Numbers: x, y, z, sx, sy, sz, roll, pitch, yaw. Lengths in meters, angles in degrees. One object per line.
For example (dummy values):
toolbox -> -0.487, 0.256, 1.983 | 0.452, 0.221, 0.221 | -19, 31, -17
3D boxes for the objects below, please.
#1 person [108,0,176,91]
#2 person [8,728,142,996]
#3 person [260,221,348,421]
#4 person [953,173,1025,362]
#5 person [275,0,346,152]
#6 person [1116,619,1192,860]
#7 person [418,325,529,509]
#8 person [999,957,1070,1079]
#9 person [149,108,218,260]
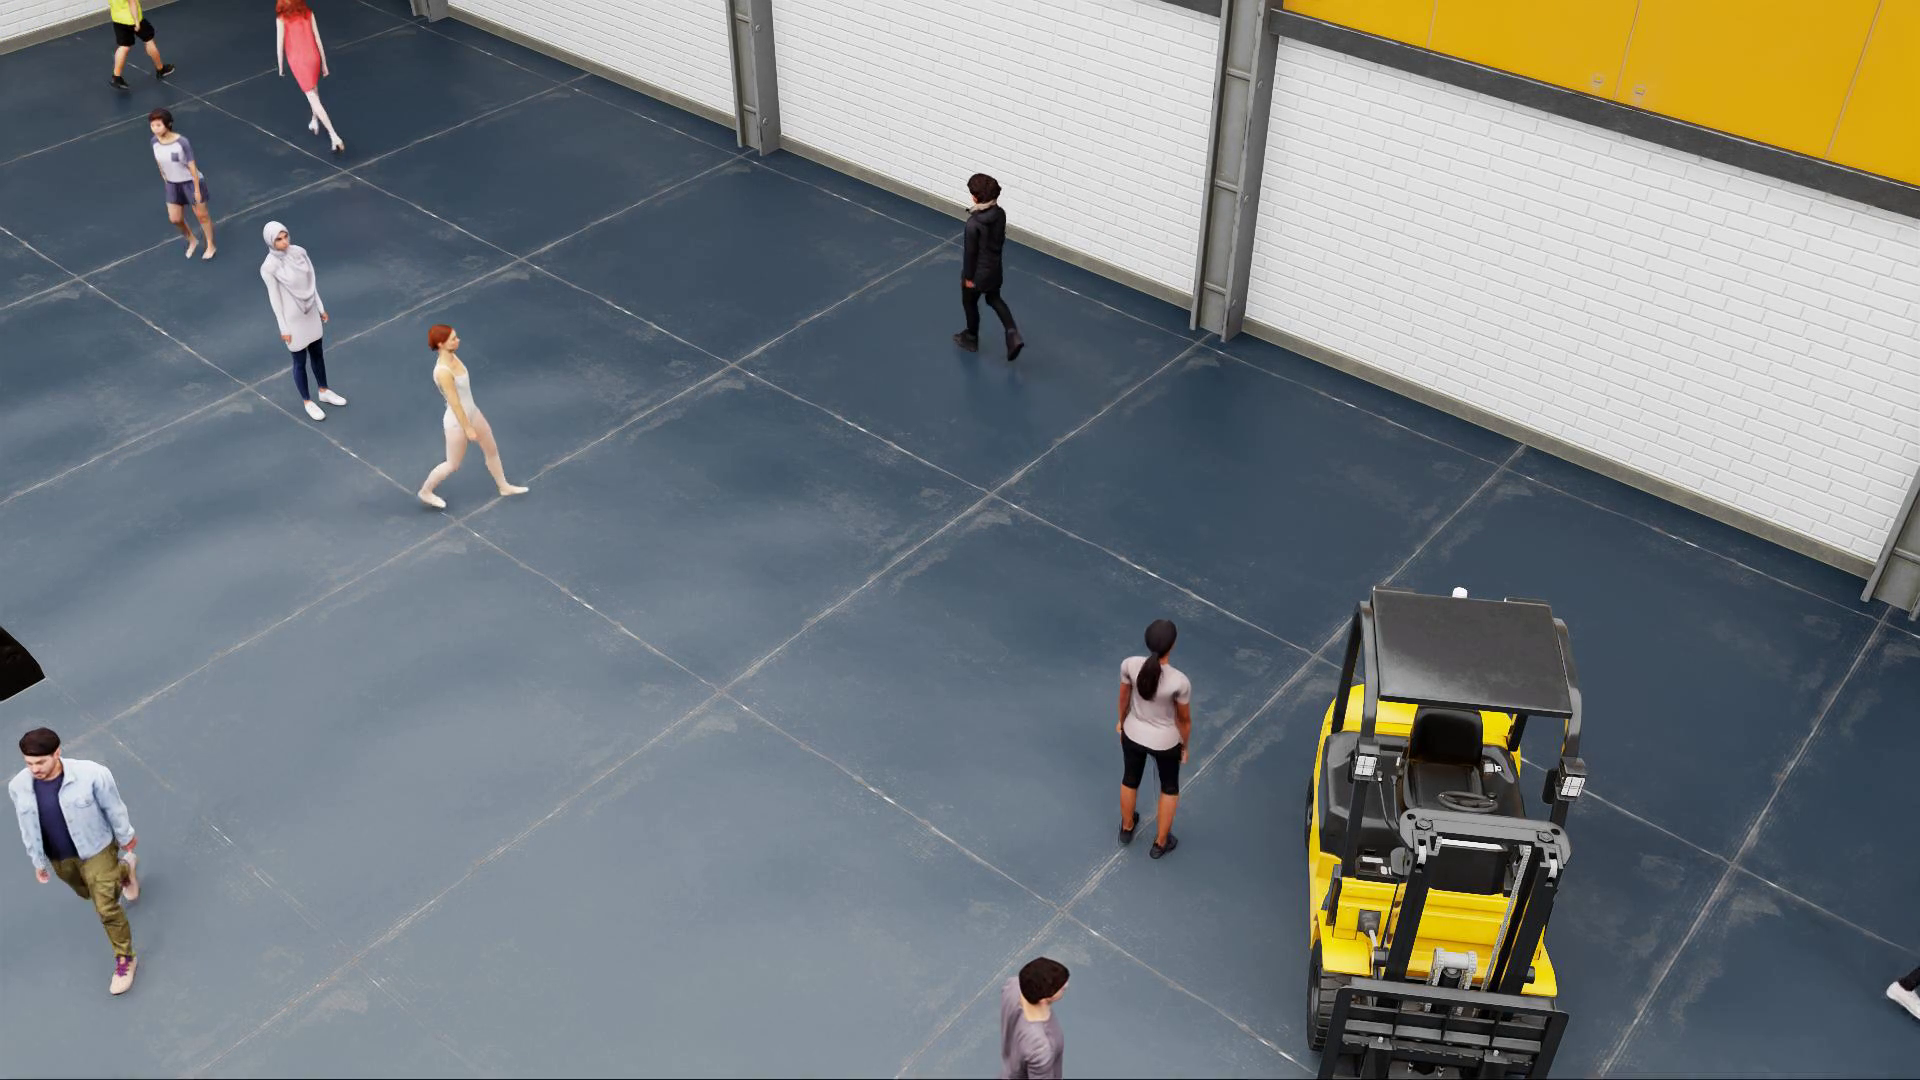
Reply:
person -> -9.662, -6.016, 19.159 | 1.111, 1.678, 0.912 | 13, 40, 16
person -> -4.956, 1.688, 9.426 | 1.141, 1.786, 1.213 | -4, 39, -4
person -> -5.505, -1.849, 13.865 | 0.590, 1.775, 0.644 | 20, 43, 23
person -> 0.264, -2.340, 14.490 | 1.057, 1.761, 0.695 | 32, 48, 33
person -> -6.968, -5.020, 17.831 | 0.673, 1.780, 1.135 | -32, 48, -33
person -> 1.157, 1.216, 10.053 | 0.613, 1.742, 0.769 | 15, 41, 18
person -> -3.930, -0.903, 12.814 | 1.078, 1.607, 0.996 | -2, 39, -2
person -> 0.340, 2.661, 8.158 | 0.790, 1.848, 0.658 | -12, 40, -15
person -> -7.463, -3.481, 16.083 | 0.663, 1.555, 0.738 | 2, 39, 3
